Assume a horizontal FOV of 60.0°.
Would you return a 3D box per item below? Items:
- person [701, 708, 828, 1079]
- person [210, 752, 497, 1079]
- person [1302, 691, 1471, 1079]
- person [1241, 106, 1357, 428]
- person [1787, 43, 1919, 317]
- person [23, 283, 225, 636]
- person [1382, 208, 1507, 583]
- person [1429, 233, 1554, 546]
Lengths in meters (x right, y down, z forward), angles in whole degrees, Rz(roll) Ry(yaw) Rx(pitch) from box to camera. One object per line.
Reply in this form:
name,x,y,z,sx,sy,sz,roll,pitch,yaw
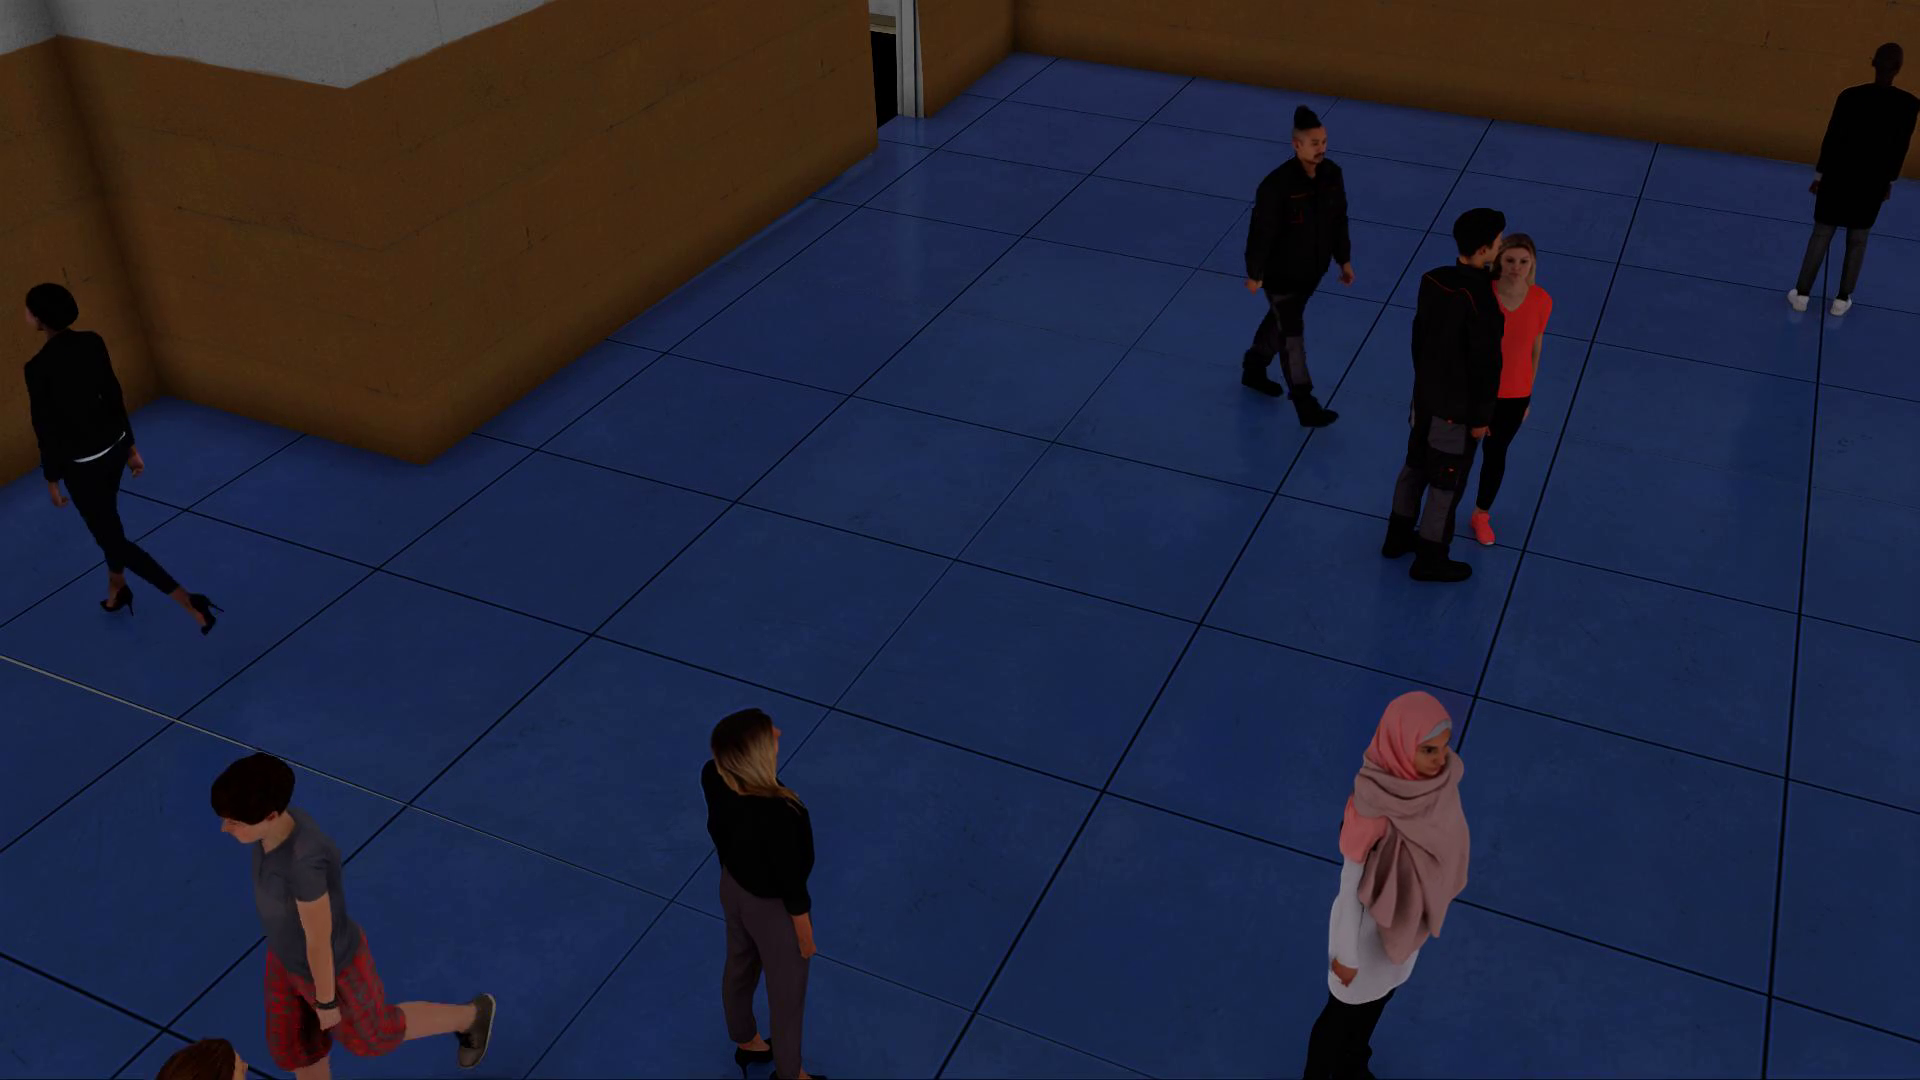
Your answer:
person,-0.653,1.218,5.454,0.720,1.672,0.577,-29,43,-36
person,-1.966,1.309,5.347,0.879,1.626,1.065,-29,43,-36
person,1.345,1.220,5.332,0.722,1.803,0.738,-23,40,-30
person,1.851,-1.598,9.533,1.040,1.819,1.216,-25,41,-32
person,5.727,-2.295,10.652,0.479,1.762,0.694,14,36,20
person,-3.886,-0.295,7.608,1.110,1.805,0.681,10,35,15
person,2.372,-0.697,8.084,0.845,1.946,0.776,-13,36,-18
person,2.668,-0.752,8.395,0.565,1.693,0.710,5,34,7
